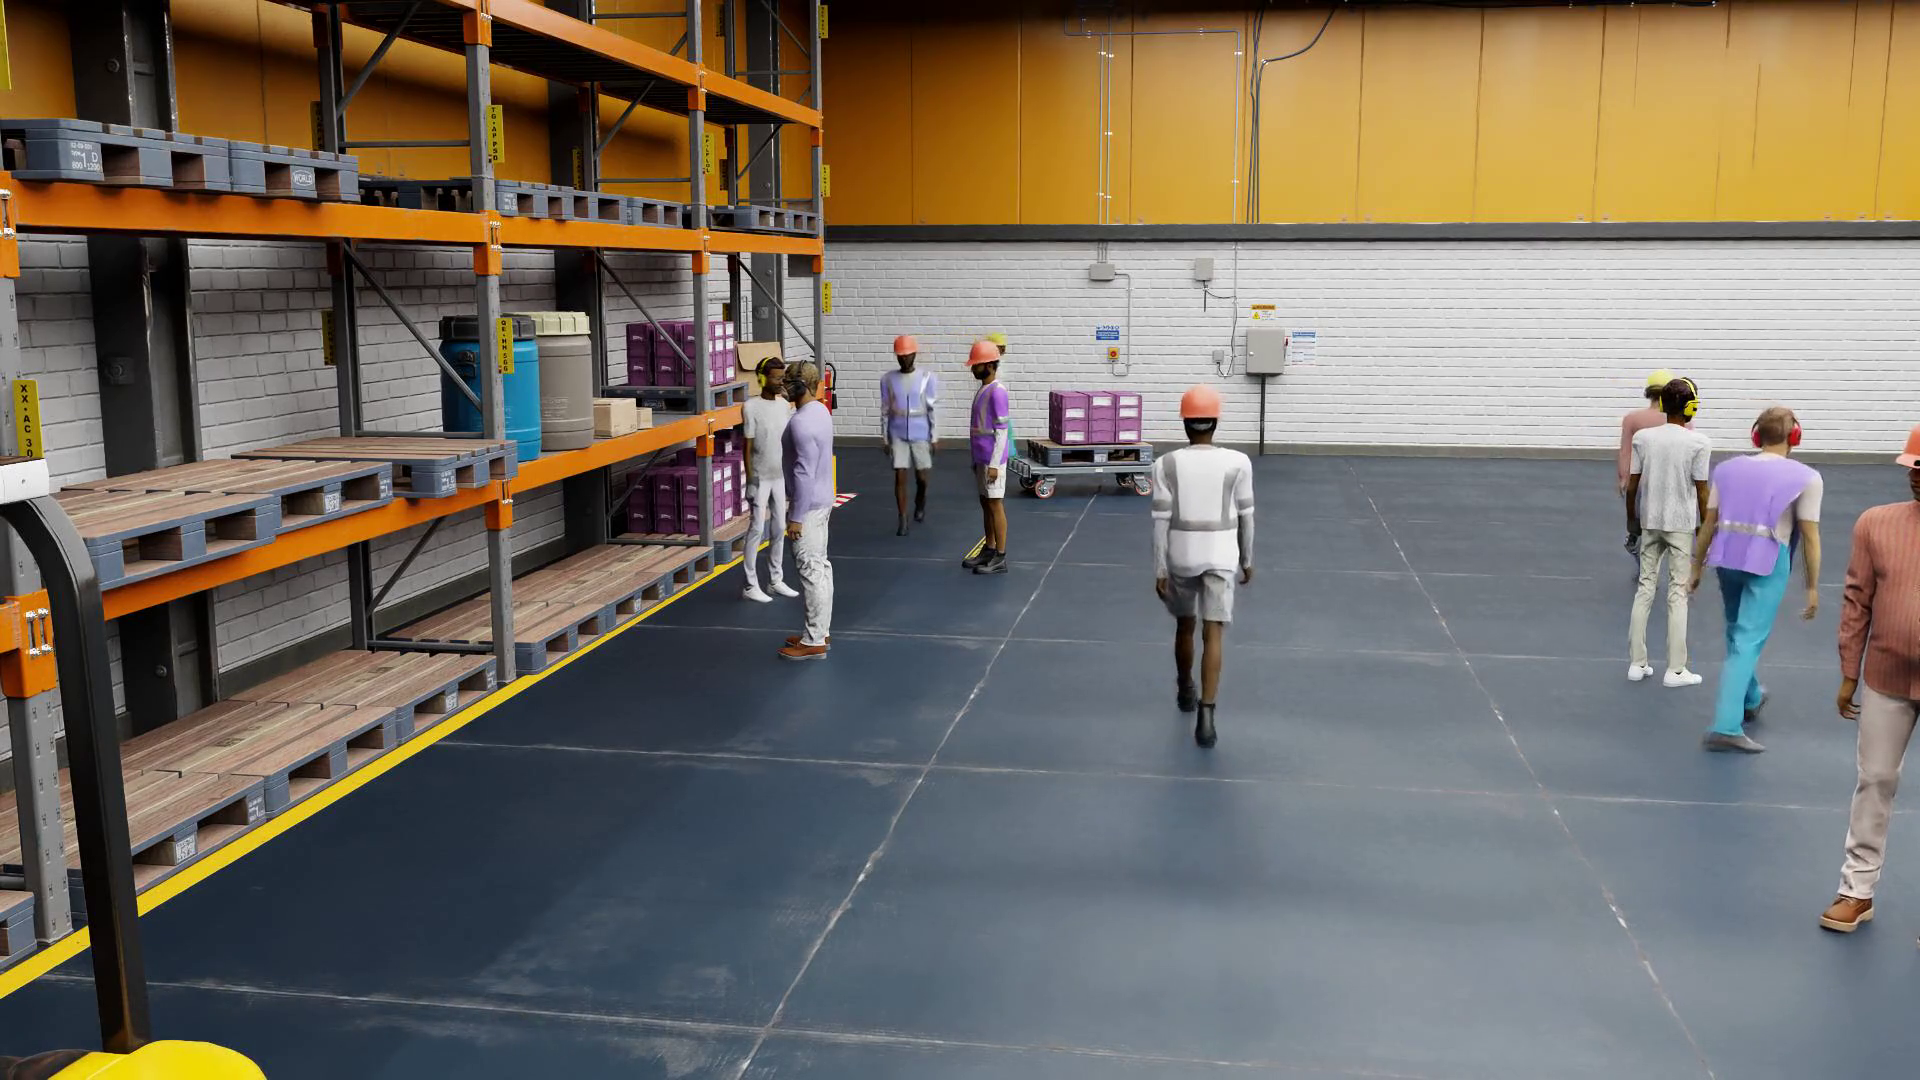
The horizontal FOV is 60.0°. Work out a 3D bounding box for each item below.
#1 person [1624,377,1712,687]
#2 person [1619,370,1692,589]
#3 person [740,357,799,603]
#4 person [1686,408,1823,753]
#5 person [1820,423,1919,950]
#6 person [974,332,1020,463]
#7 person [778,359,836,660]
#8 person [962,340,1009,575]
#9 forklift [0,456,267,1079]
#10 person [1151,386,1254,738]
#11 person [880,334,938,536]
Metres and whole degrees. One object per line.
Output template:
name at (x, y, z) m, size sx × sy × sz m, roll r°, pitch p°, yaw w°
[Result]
person at (4.290, -0.049, 10.085) m, size 0.309 × 1.866 × 0.534 m, roll -8°, pitch 12°, yaw -41°
person at (5.534, -0.484, 13.239) m, size 0.529 × 1.718 × 0.925 m, roll 6°, pitch 11°, yaw 33°
person at (-1.453, -0.459, 12.653) m, size 0.318 × 1.860 × 0.511 m, roll 7°, pitch 12°, yaw 39°
person at (4.277, 0.193, 8.889) m, size 1.015 × 1.771 × 0.659 m, roll -7°, pitch 11°, yaw -36°
person at (3.569, 0.526, 6.153) m, size 0.612 × 1.991 × 0.391 m, roll 9°, pitch 13°, yaw 43°
person at (0.511, -1.706, 20.707) m, size 0.829 × 1.729 × 0.558 m, roll 6°, pitch 11°, yaw 34°
person at (-0.996, -0.194, 10.760) m, size 0.373 × 1.940 × 0.629 m, roll 1°, pitch 9°, yaw 5°
person at (0.216, -0.682, 13.776) m, size 0.367 × 1.936 × 0.542 m, roll -2°, pitch 10°, yaw -14°
forklift at (-2.328, 0.975, 2.765) m, size 2.313 × 2.155 × 1.214 m, roll 1°, pitch 9°, yaw 9°
person at (1.321, 0.106, 9.103) m, size 0.549 × 1.891 × 1.011 m, roll 2°, pitch 9°, yaw 12°
person at (-0.478, -1.010, 15.856) m, size 0.563 × 1.918 × 0.592 m, roll 1°, pitch 9°, yaw 4°
